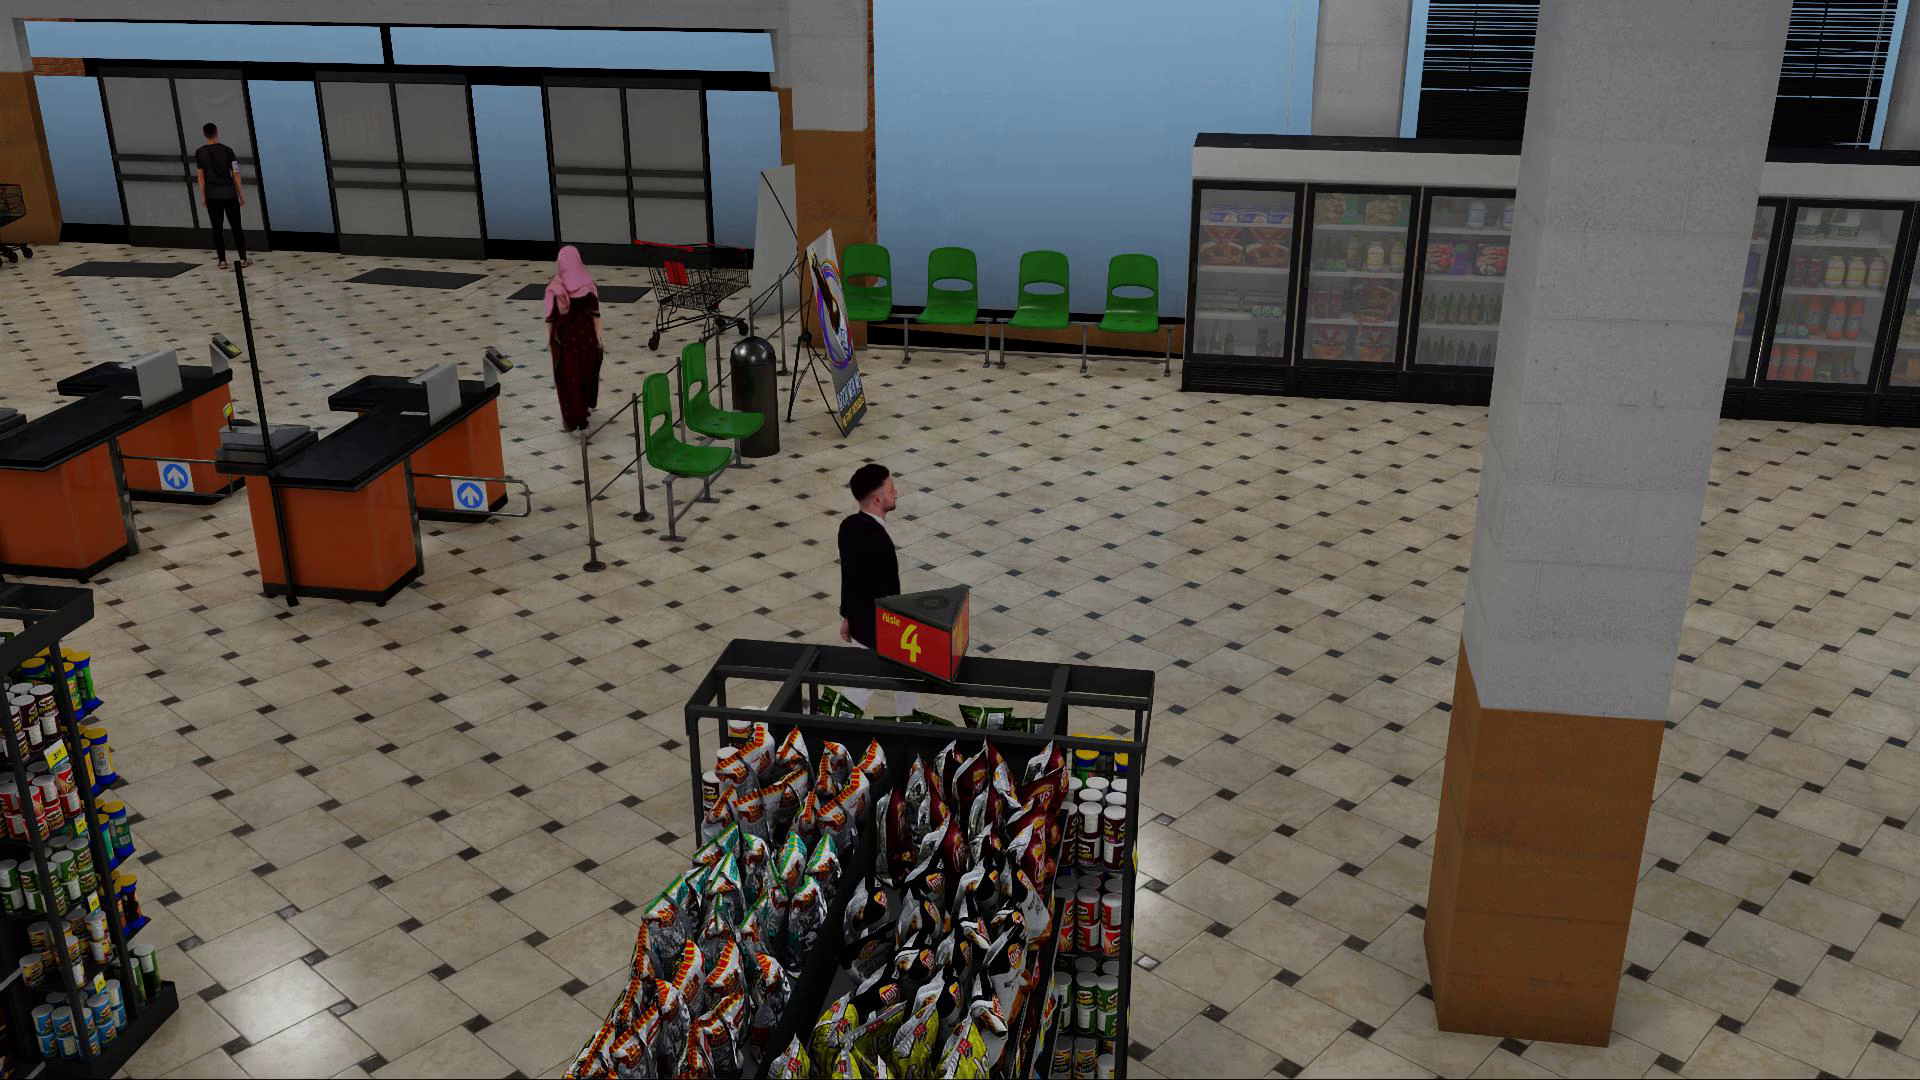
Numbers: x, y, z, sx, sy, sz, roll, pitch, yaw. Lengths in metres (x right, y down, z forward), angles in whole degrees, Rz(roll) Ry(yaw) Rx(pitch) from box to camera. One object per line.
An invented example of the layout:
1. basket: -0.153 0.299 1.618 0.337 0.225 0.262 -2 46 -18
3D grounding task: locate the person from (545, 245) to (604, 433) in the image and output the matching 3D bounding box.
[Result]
1. person: -3.352 -1.726 14.485 0.946 1.604 1.134 -7 23 -18

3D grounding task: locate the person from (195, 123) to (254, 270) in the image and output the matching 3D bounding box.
1. person: -9.134 -4.250 20.553 0.716 1.763 0.695 -7 23 -16
